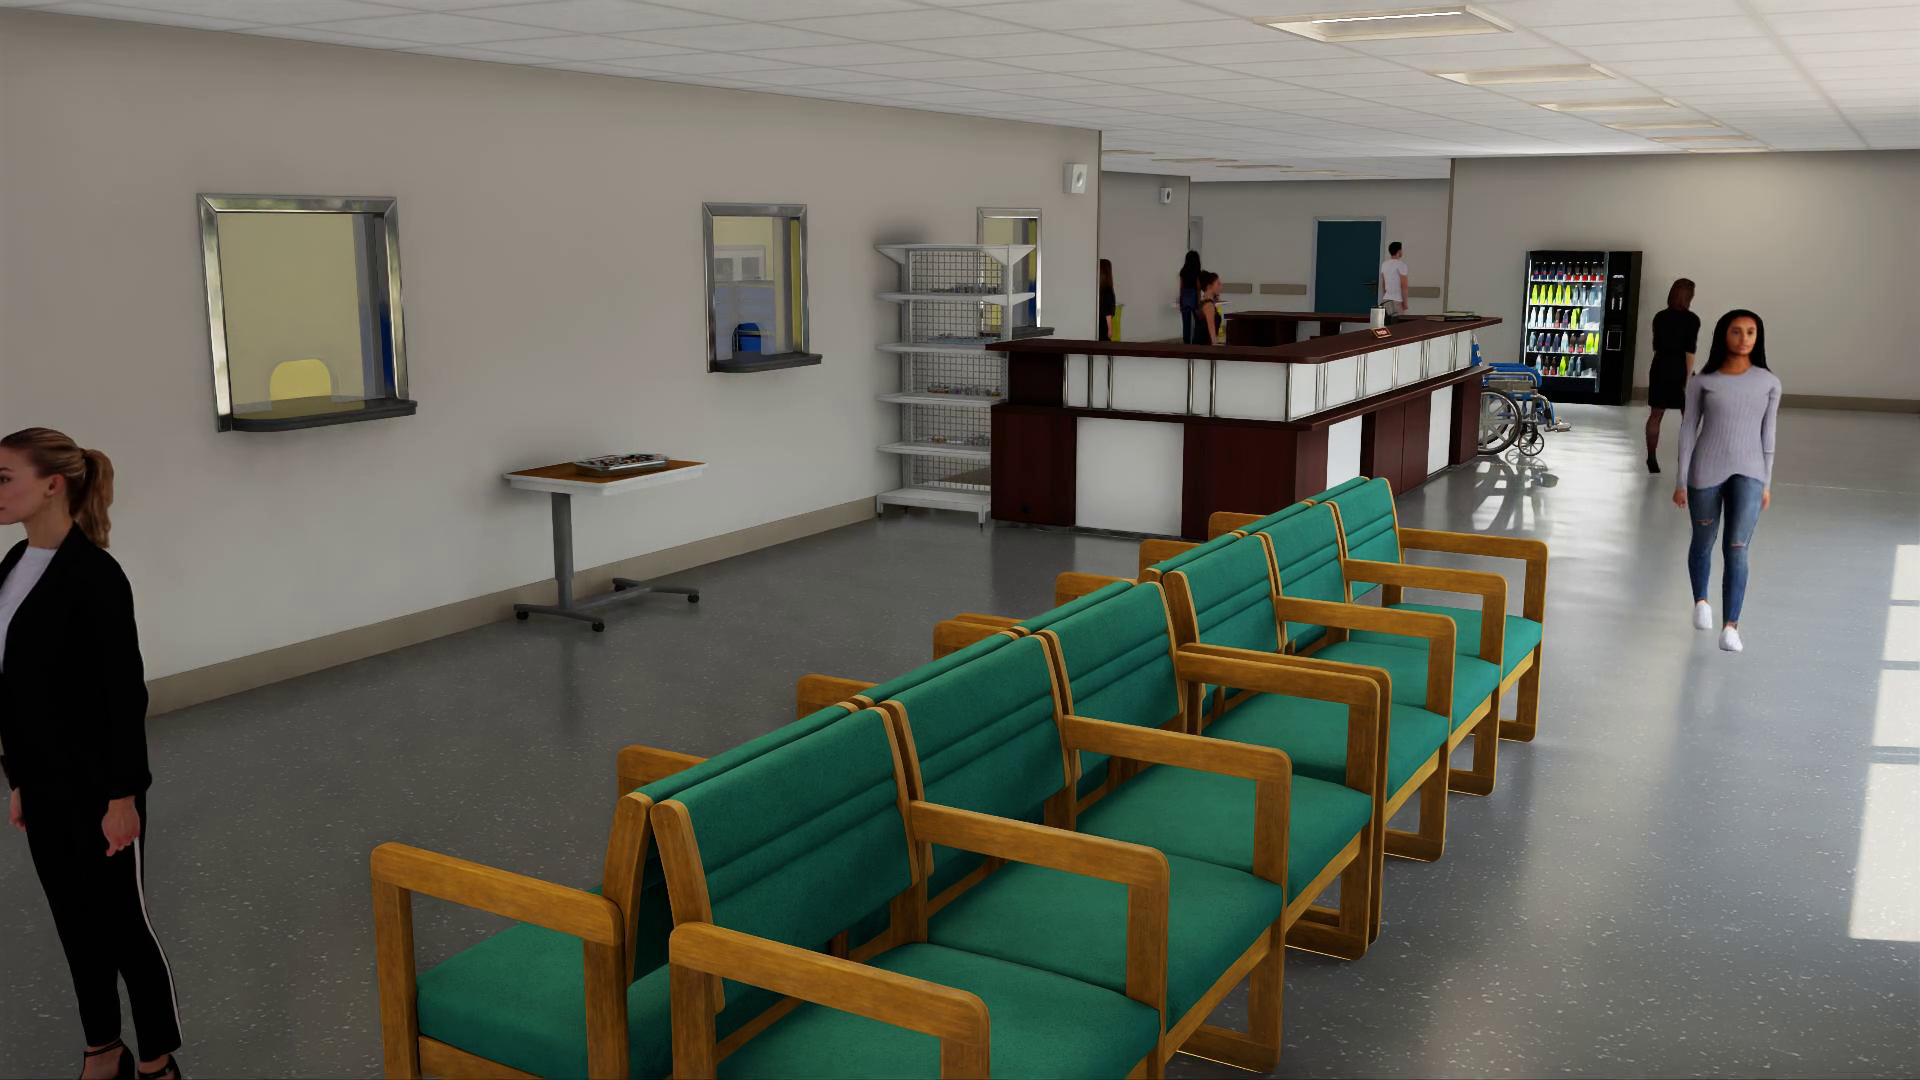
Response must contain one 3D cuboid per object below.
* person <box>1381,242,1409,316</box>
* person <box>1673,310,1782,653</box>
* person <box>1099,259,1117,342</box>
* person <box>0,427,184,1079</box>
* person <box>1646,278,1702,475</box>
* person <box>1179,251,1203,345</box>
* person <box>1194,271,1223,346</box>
[{"bbox_3d":[6.853,-3.762,26.282,0.834,1.887,0.718,-6,12,-29],"label":"person"},{"bbox_3d":[3.905,-0.291,8.548,1.139,1.679,0.852,4,11,18],"label":"person"},{"bbox_3d":[1.834,-2.817,21.781,0.739,1.709,0.652,-4,12,-22],"label":"person"},{"bbox_3d":[-2.038,0.584,3.870,0.448,1.705,0.672,6,12,29],"label":"person"},{"bbox_3d":[6.080,-1.389,14.338,0.822,1.678,0.912,-10,15,-43],"label":"person"},{"bbox_3d":[3.691,-3.788,26.859,0.507,1.724,0.635,5,12,26],"label":"person"},{"bbox_3d":[2.492,-1.940,17.380,1.204,1.626,0.891,1,11,7],"label":"person"}]
